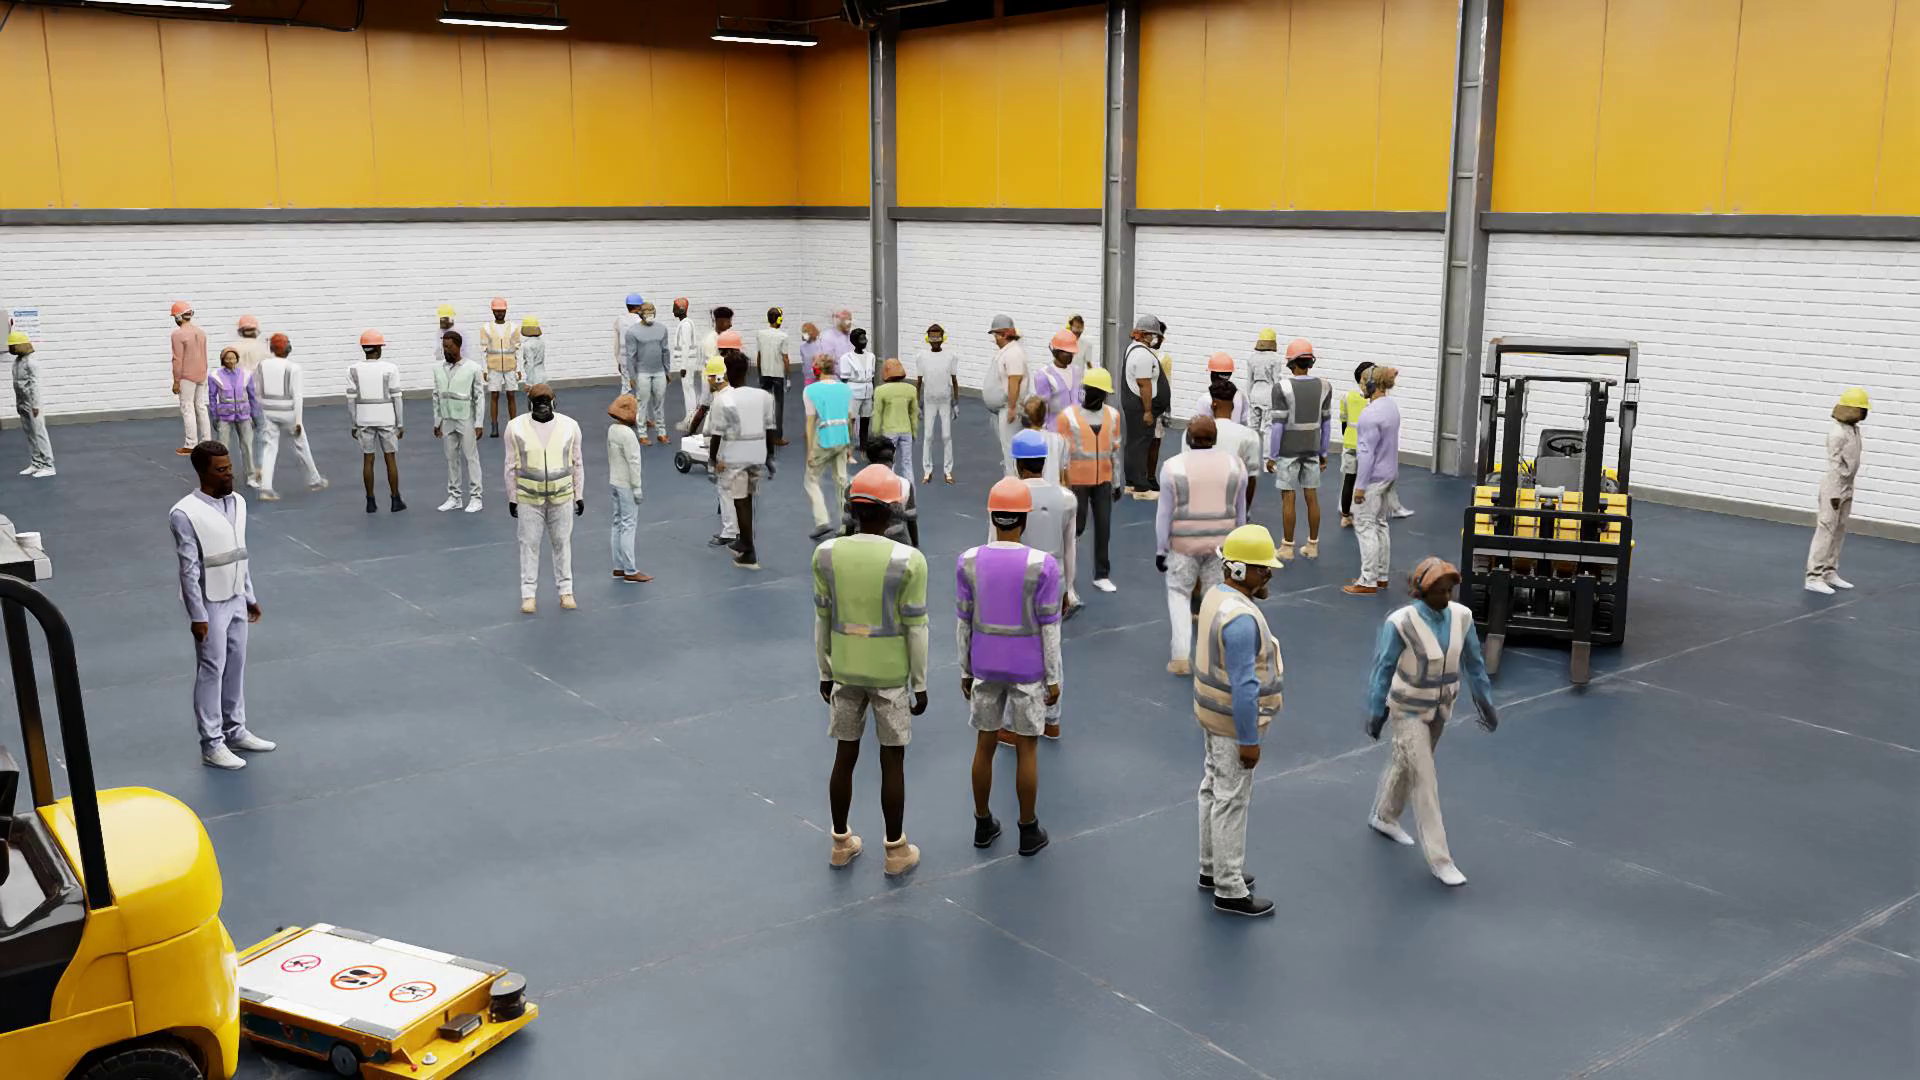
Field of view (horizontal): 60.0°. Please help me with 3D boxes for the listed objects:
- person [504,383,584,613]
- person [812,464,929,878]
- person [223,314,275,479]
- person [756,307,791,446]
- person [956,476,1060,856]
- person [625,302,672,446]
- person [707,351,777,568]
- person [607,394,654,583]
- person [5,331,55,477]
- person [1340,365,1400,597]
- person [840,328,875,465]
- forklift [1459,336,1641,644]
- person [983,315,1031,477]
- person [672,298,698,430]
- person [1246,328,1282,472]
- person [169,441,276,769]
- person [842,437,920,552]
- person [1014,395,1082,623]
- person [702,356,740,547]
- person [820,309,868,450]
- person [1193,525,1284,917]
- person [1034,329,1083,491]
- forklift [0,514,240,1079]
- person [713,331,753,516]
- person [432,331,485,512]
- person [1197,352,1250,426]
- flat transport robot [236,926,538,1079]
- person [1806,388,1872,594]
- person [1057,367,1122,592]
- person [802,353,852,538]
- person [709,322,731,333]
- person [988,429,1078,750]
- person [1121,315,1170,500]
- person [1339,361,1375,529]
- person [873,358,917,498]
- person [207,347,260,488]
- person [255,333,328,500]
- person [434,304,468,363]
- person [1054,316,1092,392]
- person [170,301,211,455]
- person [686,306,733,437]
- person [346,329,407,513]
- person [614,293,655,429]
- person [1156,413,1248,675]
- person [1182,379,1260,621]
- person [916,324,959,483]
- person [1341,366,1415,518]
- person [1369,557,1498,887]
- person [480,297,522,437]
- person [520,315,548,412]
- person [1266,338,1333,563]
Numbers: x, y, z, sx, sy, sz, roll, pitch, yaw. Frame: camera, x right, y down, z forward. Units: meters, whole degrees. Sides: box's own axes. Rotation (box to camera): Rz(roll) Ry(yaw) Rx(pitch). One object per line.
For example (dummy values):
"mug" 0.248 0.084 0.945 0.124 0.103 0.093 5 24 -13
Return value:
"person" -3.330 -0.340 13.363 0.619 1.845 0.430 -4 12 -18
"person" -0.424 0.638 8.189 0.604 2.034 0.418 5 13 21
"person" -8.342 -1.675 19.585 0.624 1.947 0.928 -4 12 -18
"person" -2.486 -2.172 22.191 0.526 1.856 0.333 5 13 24
"person" 0.250 0.638 8.433 0.544 1.929 0.388 4 13 21
"person" -4.160 -2.221 22.248 0.635 1.928 0.382 -10 15 -39
"person" -2.042 -0.742 15.071 0.635 1.934 0.818 -10 16 -41
"person" -2.880 -0.450 14.395 0.278 1.633 0.498 -7 14 -32
"person" -11.101 -1.616 19.795 0.490 1.734 0.342 9 15 36
"person" 3.462 -0.492 13.904 0.377 1.927 0.635 7 14 31
"person" -1.256 -1.787 20.692 0.536 1.700 0.318 -10 15 -41
"forklift" 4.683 -0.471 13.136 1.214 2.155 2.313 4 12 20
"person" 0.531 -1.563 18.783 0.552 2.000 0.759 -2 12 -8
"person" -3.928 -2.517 23.785 0.357 1.880 0.574 -2 12 -9
"person" 3.699 -1.700 20.196 0.326 1.737 0.488 -11 16 -43
"person" -4.349 0.366 9.765 0.392 1.920 0.589 2 12 8
"person" -0.485 0.127 11.499 0.553 1.663 0.769 -7 14 -31
"person" 0.618 -0.192 12.697 0.475 1.826 0.506 9 15 38
"person" -2.247 -0.846 15.864 0.403 1.820 0.603 -1 12 -3
"person" -1.588 -2.093 21.806 1.002 1.861 0.639 11 16 42
"person" 1.295 0.828 7.757 0.404 1.827 0.589 -1 12 -3
"person" 1.004 -1.058 16.388 0.611 2.030 0.410 -11 16 -42
"forklift" -3.687 1.115 5.480 2.313 2.155 1.214 -9 15 -36
"person" -2.379 -1.198 17.268 0.353 1.939 0.544 -5 13 -21
"person" -5.296 -1.254 17.585 0.596 1.918 0.380 4 12 18
"person" 2.322 -0.720 14.963 0.552 1.937 0.356 -7 13 -29
"flat transport robot" -2.479 1.832 6.682 1.431 0.197 0.652 6 13 25
"person" 7.420 -0.418 14.001 0.490 1.734 0.340 -11 16 -41
"person" 1.089 -0.531 14.163 0.612 1.890 0.727 -5 13 -22
"person" -1.254 -0.891 16.128 0.585 1.809 0.508 -10 15 -39
"person" -3.167 -2.188 22.275 0.344 1.847 0.504 5 13 23
"person" 0.422 0.297 10.060 0.598 1.940 0.407 -7 13 -29
"person" 2.049 -1.479 18.379 0.536 2.000 0.678 -2 12 -7
"person" 4.006 -0.927 16.548 0.318 1.697 0.535 -10 15 -39
"person" -0.677 -1.108 17.605 0.505 1.623 0.313 -6 13 -28
"person" -8.241 -1.375 18.884 0.513 1.631 0.318 -8 14 -35
"person" -7.497 -1.378 18.417 0.573 1.829 1.026 1 12 7
"person" -7.176 -2.406 23.417 0.595 1.819 0.417 11 16 42
"person" 1.443 -1.916 21.044 0.547 1.811 0.963 -3 12 -13
"person" -9.960 -2.092 21.497 0.411 1.980 0.625 2 12 11
"person" -3.207 -2.099 21.710 0.991 1.912 0.617 4 12 18
"person" -6.153 -1.252 17.540 0.548 1.934 0.375 -2 12 -9
"person" -4.655 -2.551 23.788 0.606 1.943 0.403 5 13 24
"person" 1.668 0.038 11.551 0.638 1.845 0.430 -1 12 -5
"person" 1.965 -0.269 12.796 0.638 1.927 0.607 1 12 5
"person" -0.264 -1.579 19.310 0.512 1.861 0.325 0 12 -1
"person" 4.340 -1.007 17.159 0.806 1.587 0.590 5 13 22
"person" 2.326 0.848 8.235 0.587 1.586 0.866 -6 13 -26
"person" -6.338 -2.390 23.021 0.545 1.942 0.354 -4 12 -20
"person" -5.690 -2.122 22.205 0.314 1.744 0.487 2 12 10
"person" 3.074 -0.817 15.180 0.615 2.038 0.395 -4 12 -18
